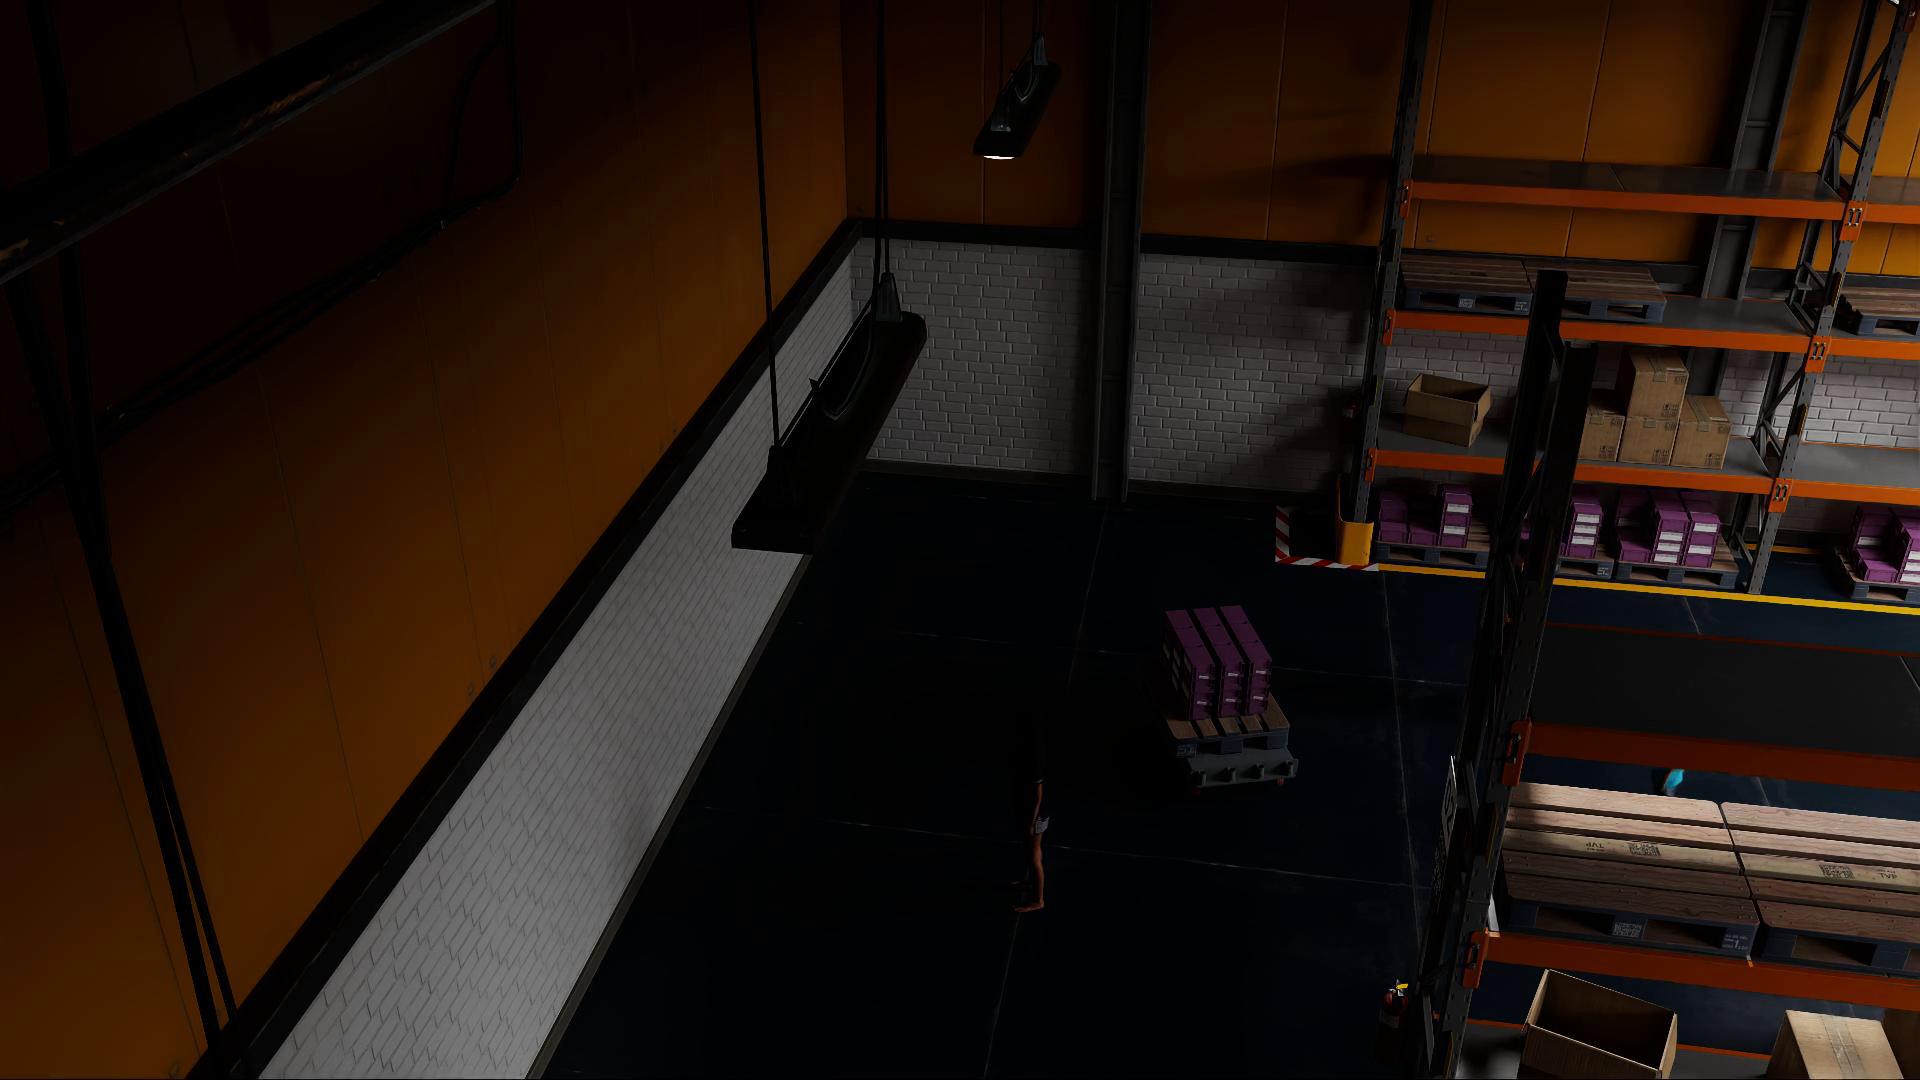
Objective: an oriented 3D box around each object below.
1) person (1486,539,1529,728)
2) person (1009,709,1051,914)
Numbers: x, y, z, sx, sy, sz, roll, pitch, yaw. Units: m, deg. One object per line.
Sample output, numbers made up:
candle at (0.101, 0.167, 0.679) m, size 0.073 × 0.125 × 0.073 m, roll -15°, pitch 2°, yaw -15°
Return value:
person at (4.874, 0.804, 14.608) m, size 0.546 × 1.843 × 0.607 m, roll 6°, pitch 29°, yaw 11°
person at (0.535, 2.015, 12.468) m, size 0.585 × 1.765 × 0.628 m, roll -1°, pitch 29°, yaw -2°
